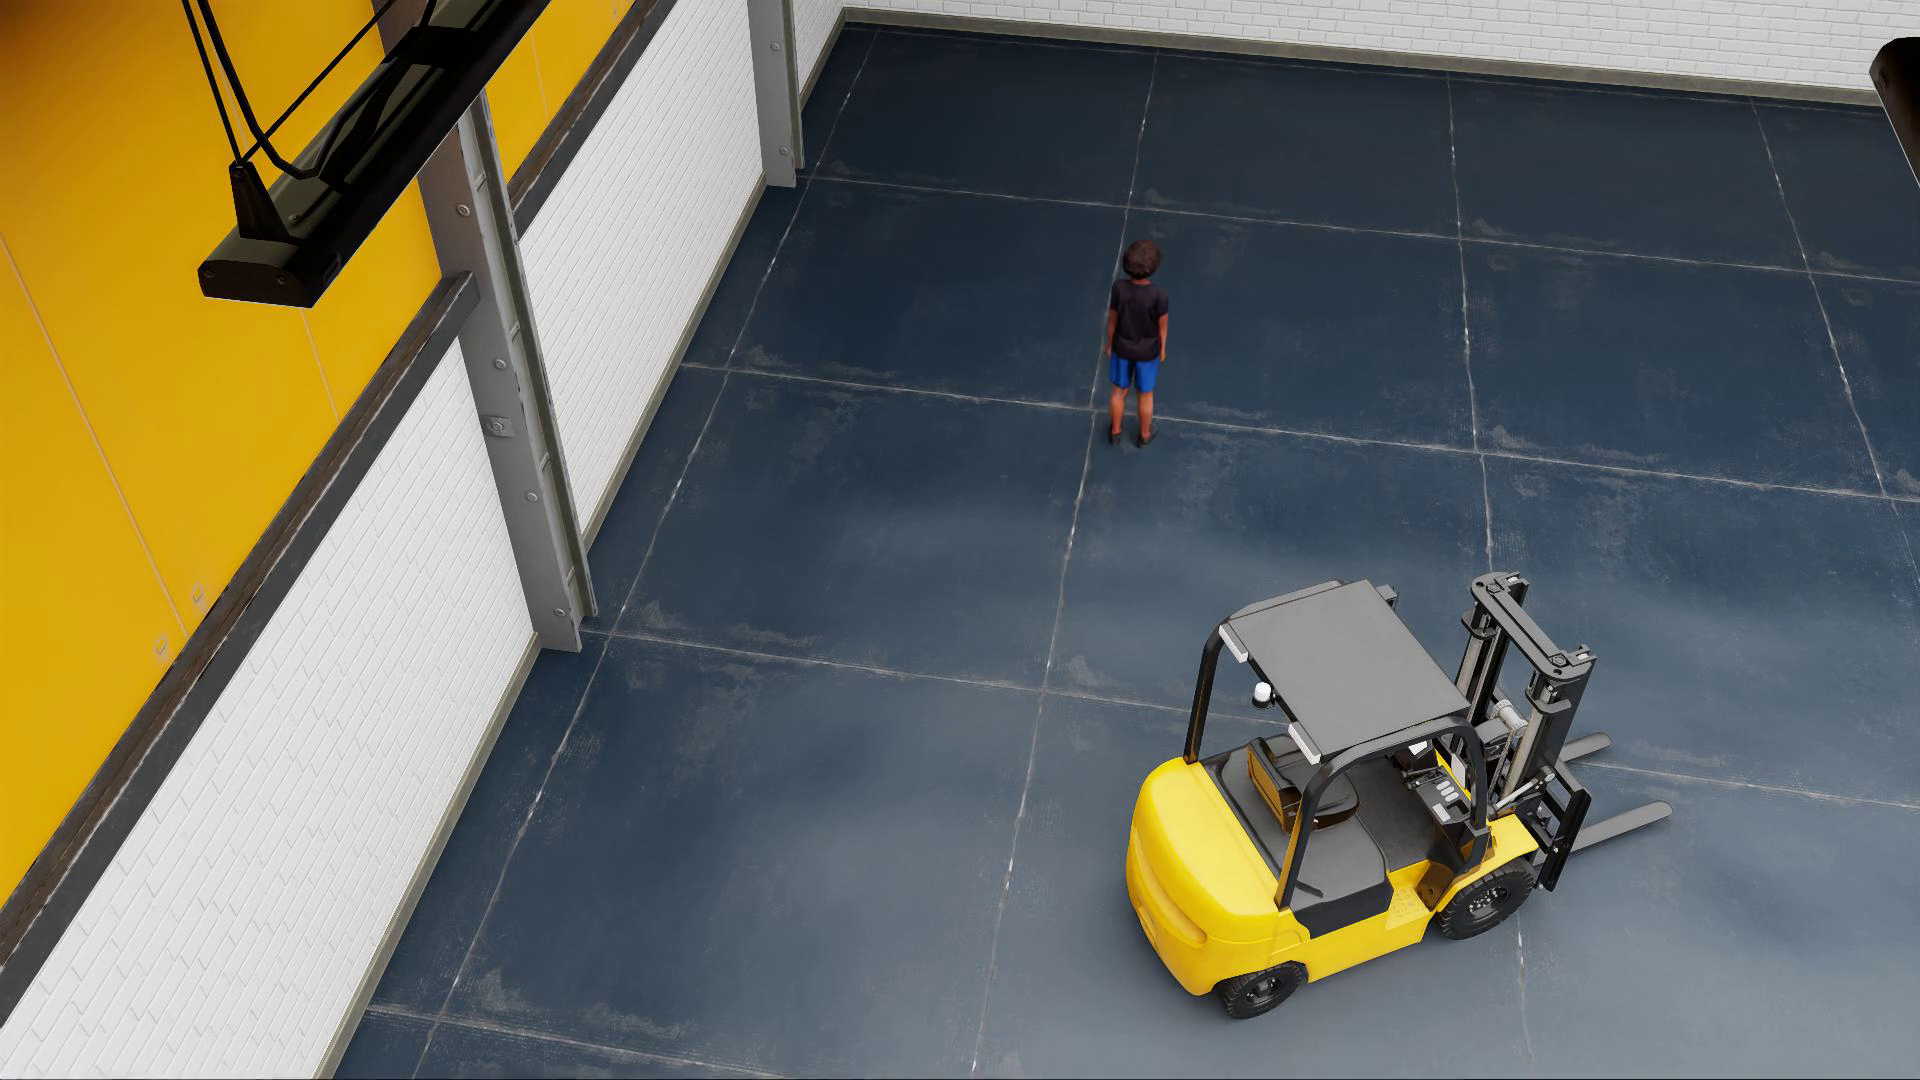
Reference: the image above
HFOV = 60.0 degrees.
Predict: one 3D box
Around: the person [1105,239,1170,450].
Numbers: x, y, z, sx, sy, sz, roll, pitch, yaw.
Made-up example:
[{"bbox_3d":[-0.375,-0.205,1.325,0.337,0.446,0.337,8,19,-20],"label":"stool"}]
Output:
[{"bbox_3d":[1.305,-1.434,12.329,0.631,1.799,0.612,12,45,13],"label":"person"}]
